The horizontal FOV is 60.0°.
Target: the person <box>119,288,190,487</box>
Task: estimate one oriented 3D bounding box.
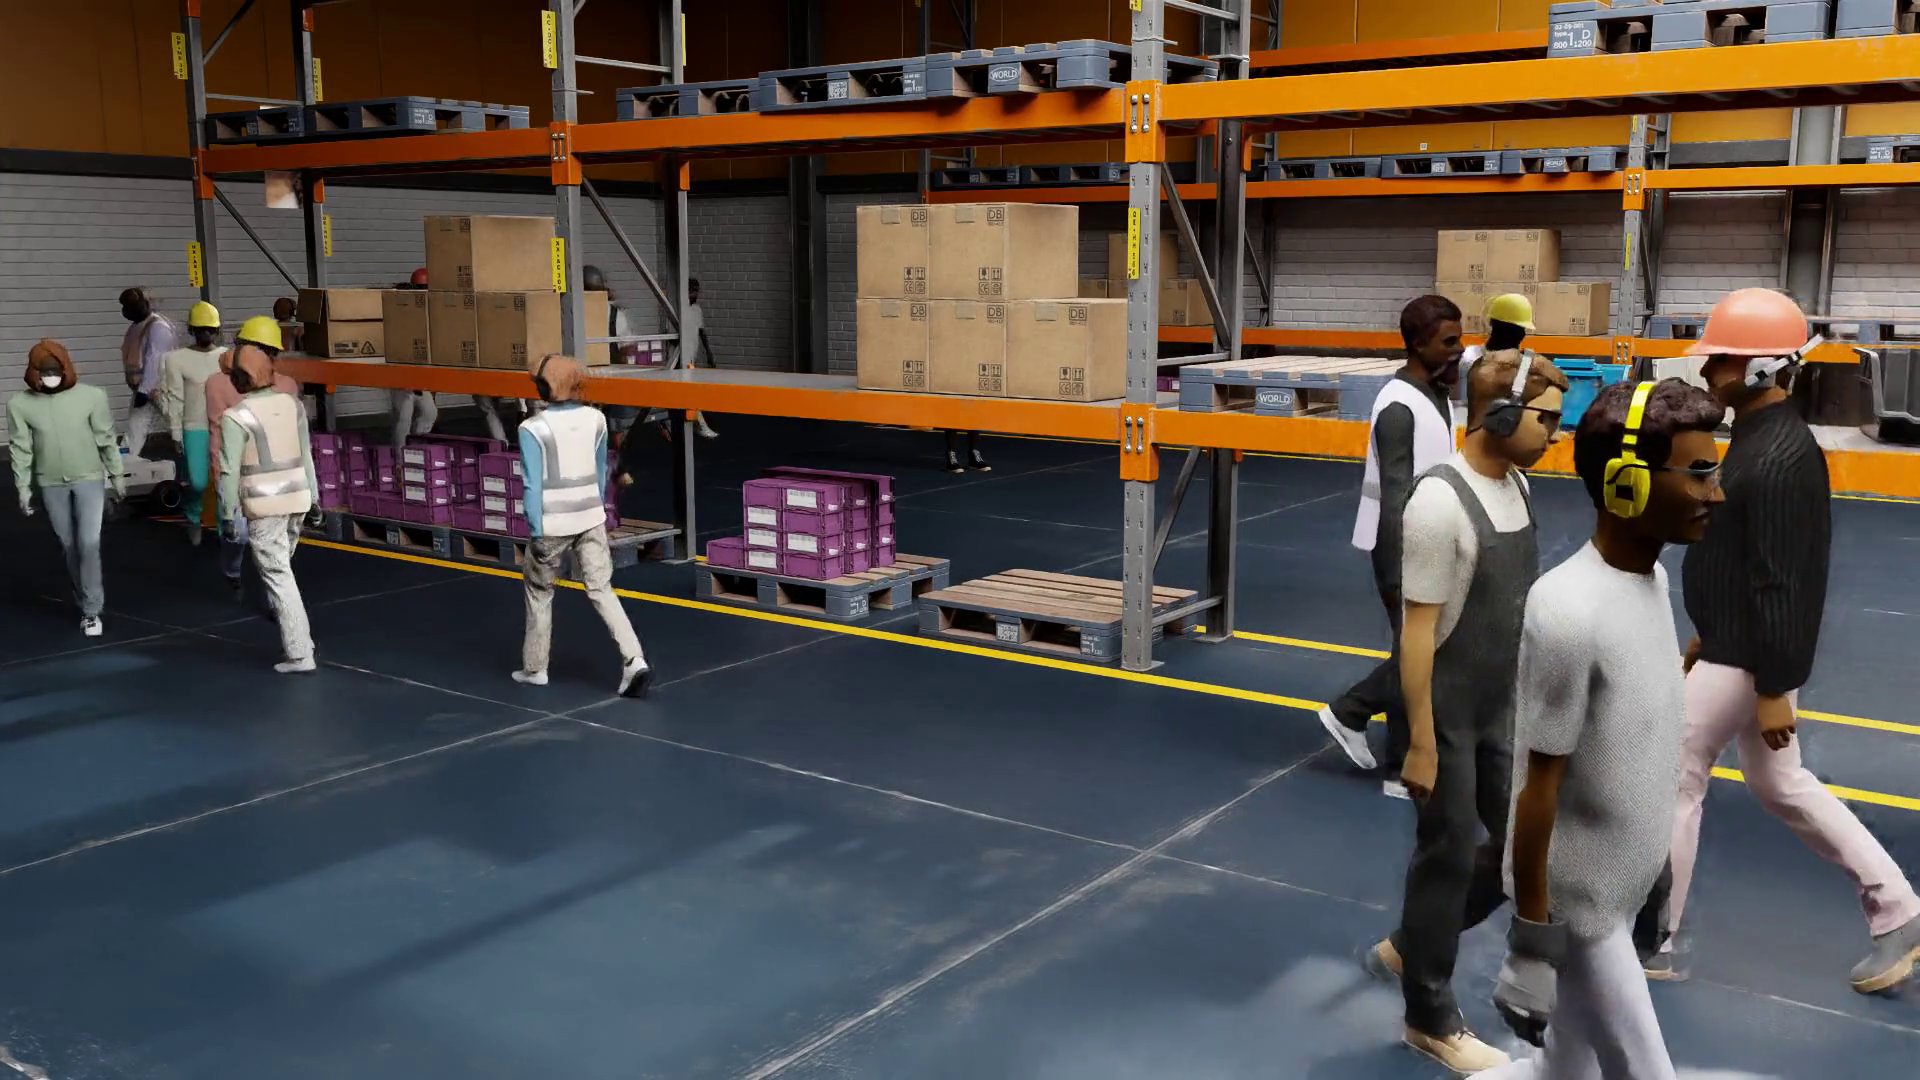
[{"bbox_3d":[-7.105,-1.295,14.501,0.645,1.777,1.017,8,12,38],"label":"person"}]

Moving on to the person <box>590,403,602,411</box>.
[{"bbox_3d":[-3.166,-1.207,13.540,0.549,1.934,0.374,-8,12,-39],"label":"person"}]

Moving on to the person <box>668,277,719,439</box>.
[{"bbox_3d":[-3.021,-2.061,18.928,0.848,1.824,0.570,4,10,21],"label":"person"}]

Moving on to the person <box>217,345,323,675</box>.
[{"bbox_3d":[-3.363,-0.136,8.070,0.473,1.616,0.532,4,10,20],"label":"person"}]

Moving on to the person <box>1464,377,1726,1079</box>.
[{"bbox_3d":[1.071,0.623,2.965,0.854,1.838,0.528,7,12,35],"label":"person"}]

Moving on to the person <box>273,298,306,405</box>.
[{"bbox_3d":[-7.071,-1.726,17.516,0.525,1.636,0.307,2,10,14],"label":"person"}]

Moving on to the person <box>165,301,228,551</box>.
[{"bbox_3d":[-5.159,-0.760,11.448,0.521,1.752,0.441,-7,12,-37],"label":"person"}]

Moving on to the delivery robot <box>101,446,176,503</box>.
[{"bbox_3d":[-6.612,-0.501,13.163,0.477,0.478,0.707,7,12,37],"label":"delivery robot"}]

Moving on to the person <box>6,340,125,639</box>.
[{"bbox_3d":[-4.792,-0.271,8.923,0.521,1.597,0.683,-3,10,-17],"label":"person"}]

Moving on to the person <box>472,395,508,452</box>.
[{"bbox_3d":[-4.649,-1.624,16.205,1.038,1.878,0.636,9,13,43],"label":"person"}]

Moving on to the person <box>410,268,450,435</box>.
[{"bbox_3d":[-5.998,-2.068,18.661,0.551,1.937,0.357,6,11,33],"label":"person"}]

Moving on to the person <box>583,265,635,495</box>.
[{"bbox_3d":[-3.150,-1.399,14.372,0.967,2.000,0.685,5,11,29],"label":"person"}]

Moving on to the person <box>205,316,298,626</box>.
[{"bbox_3d":[-3.991,-0.403,9.387,0.519,1.727,0.751,-7,12,-37],"label":"person"}]

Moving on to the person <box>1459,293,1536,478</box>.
[{"bbox_3d":[3.039,-0.536,9.863,0.592,1.840,1.071,-8,12,-38],"label":"person"}]

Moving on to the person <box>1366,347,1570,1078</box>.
[{"bbox_3d":[1.241,0.442,4.067,0.395,1.817,0.528,9,13,44],"label":"person"}]

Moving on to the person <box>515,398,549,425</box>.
[{"bbox_3d":[-3.091,-1.024,12.612,0.575,1.882,0.355,-6,11,-30],"label":"person"}]

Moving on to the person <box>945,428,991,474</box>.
[{"bbox_3d":[0.080,-1.622,15.920,0.608,1.966,0.374,-6,11,-31],"label":"person"}]

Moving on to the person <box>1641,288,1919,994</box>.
[{"bbox_3d":[2.242,0.296,4.543,0.950,1.961,0.613,5,11,28],"label":"person"}]

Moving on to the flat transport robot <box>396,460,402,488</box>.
[{"bbox_3d":[-4.767,-0.619,14.986,1.431,0.197,0.652,-9,13,-43],"label":"flat transport robot"}]

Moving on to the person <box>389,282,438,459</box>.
[{"bbox_3d":[-5.204,-1.521,15.763,0.514,1.821,0.641,0,10,-3],"label":"person"}]

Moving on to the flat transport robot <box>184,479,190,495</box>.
[{"bbox_3d":[-5.810,-0.453,13.996,1.431,0.197,0.652,-7,12,-37],"label":"flat transport robot"}]

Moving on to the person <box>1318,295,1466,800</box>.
[{"bbox_3d":[1.658,0.041,6.210,0.490,1.899,0.610,5,11,28],"label":"person"}]

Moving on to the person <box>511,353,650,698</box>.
[{"bbox_3d":[-1.788,-0.066,7.730,0.811,1.604,0.515,9,13,41],"label":"person"}]
